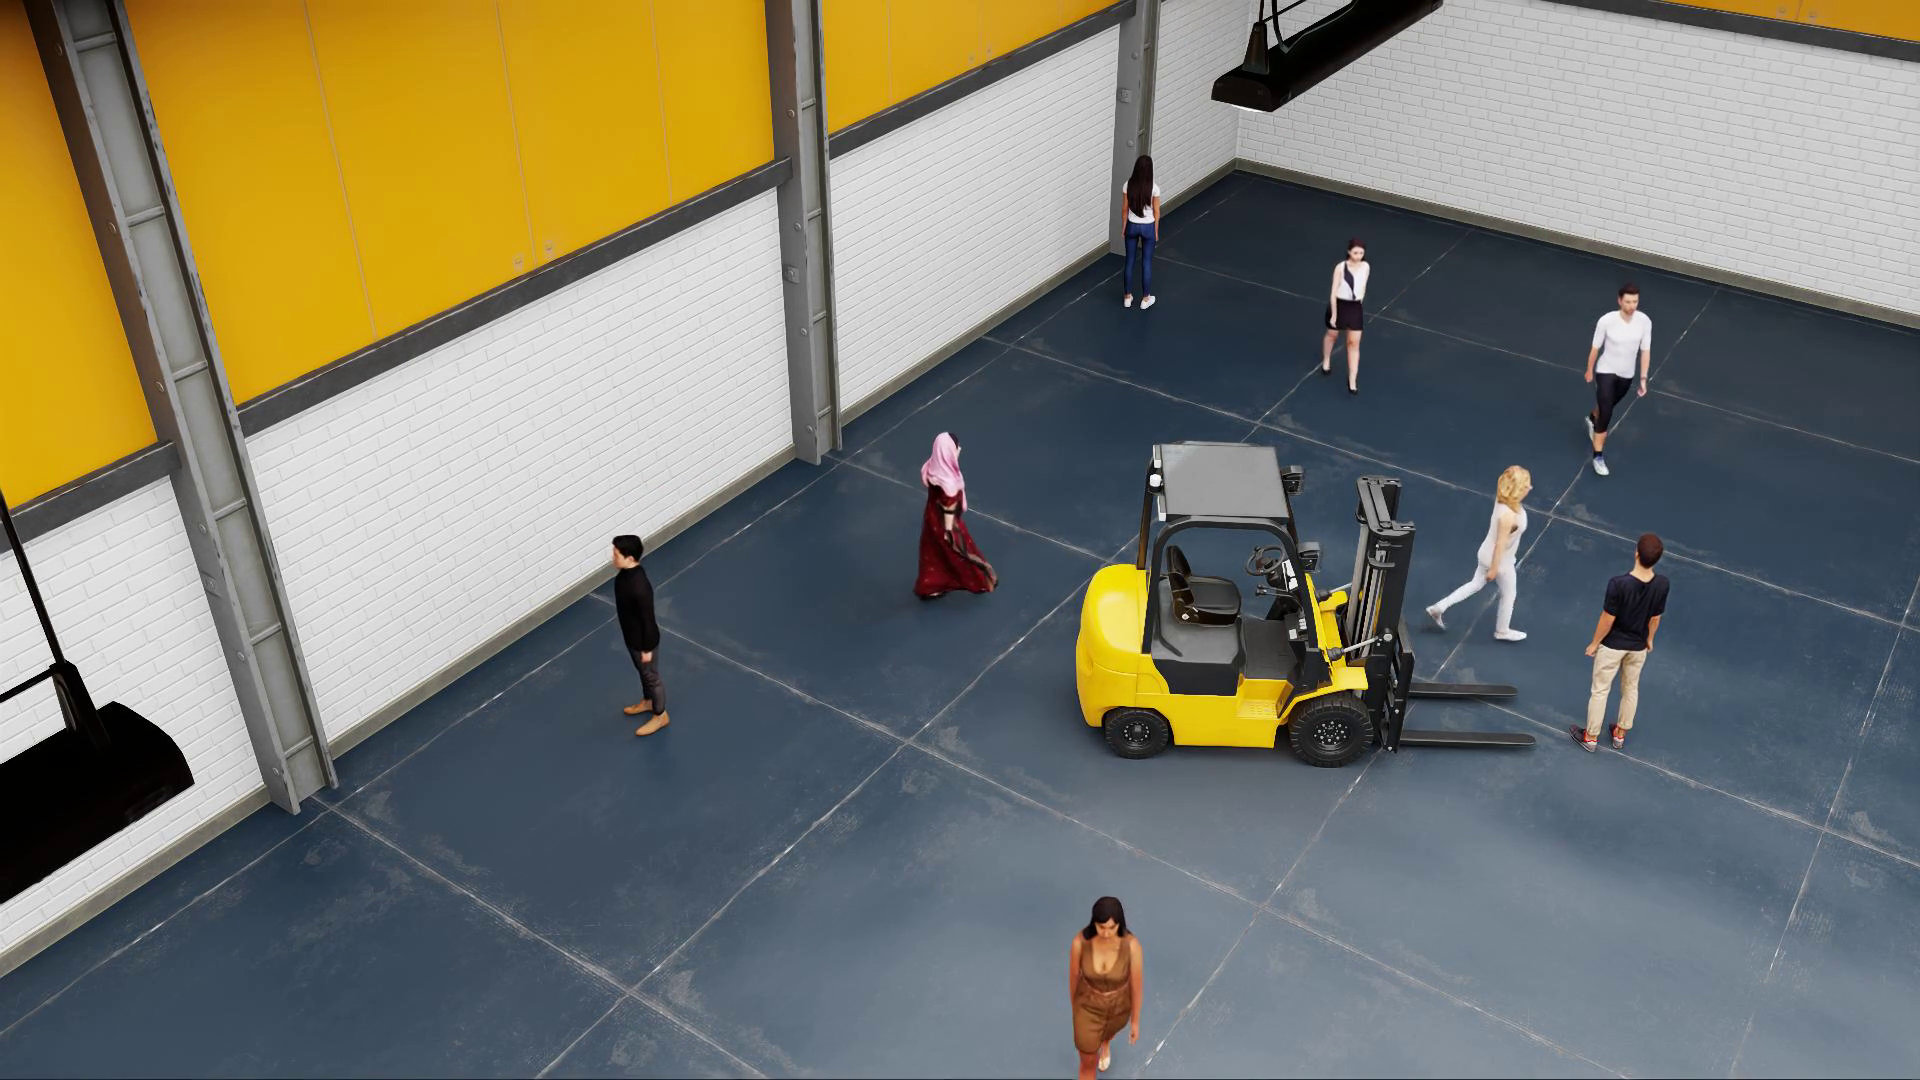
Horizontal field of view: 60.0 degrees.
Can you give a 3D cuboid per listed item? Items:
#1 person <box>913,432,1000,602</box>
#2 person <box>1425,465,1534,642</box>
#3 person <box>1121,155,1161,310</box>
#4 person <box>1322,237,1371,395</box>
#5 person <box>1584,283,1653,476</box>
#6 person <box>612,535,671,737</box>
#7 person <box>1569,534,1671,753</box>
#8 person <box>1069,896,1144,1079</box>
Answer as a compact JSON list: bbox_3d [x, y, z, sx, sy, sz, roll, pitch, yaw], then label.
[{"bbox_3d":[-0.204,-0.174,13.838,1.095,1.638,0.975,-12,35,-17],"label":"person"},{"bbox_3d":[4.241,0.112,13.408,0.986,1.638,1.072,3,34,5],"label":"person"},{"bbox_3d":[2.020,-3.457,18.654,0.628,1.774,0.581,13,36,18],"label":"person"},{"bbox_3d":[3.933,-2.375,17.173,0.996,1.612,1.068,-4,34,-6],"label":"person"},{"bbox_3d":[6.227,-1.628,15.863,1.101,1.819,1.280,0,34,0],"label":"person"},{"bbox_3d":[-2.396,0.686,12.468,0.724,1.722,0.725,-14,36,-20],"label":"person"},{"bbox_3d":[4.880,0.762,12.232,0.710,1.857,0.752,-4,34,-6],"label":"person"},{"bbox_3d":[0.847,2.633,9.617,0.945,1.635,1.164,2,34,3],"label":"person"}]
